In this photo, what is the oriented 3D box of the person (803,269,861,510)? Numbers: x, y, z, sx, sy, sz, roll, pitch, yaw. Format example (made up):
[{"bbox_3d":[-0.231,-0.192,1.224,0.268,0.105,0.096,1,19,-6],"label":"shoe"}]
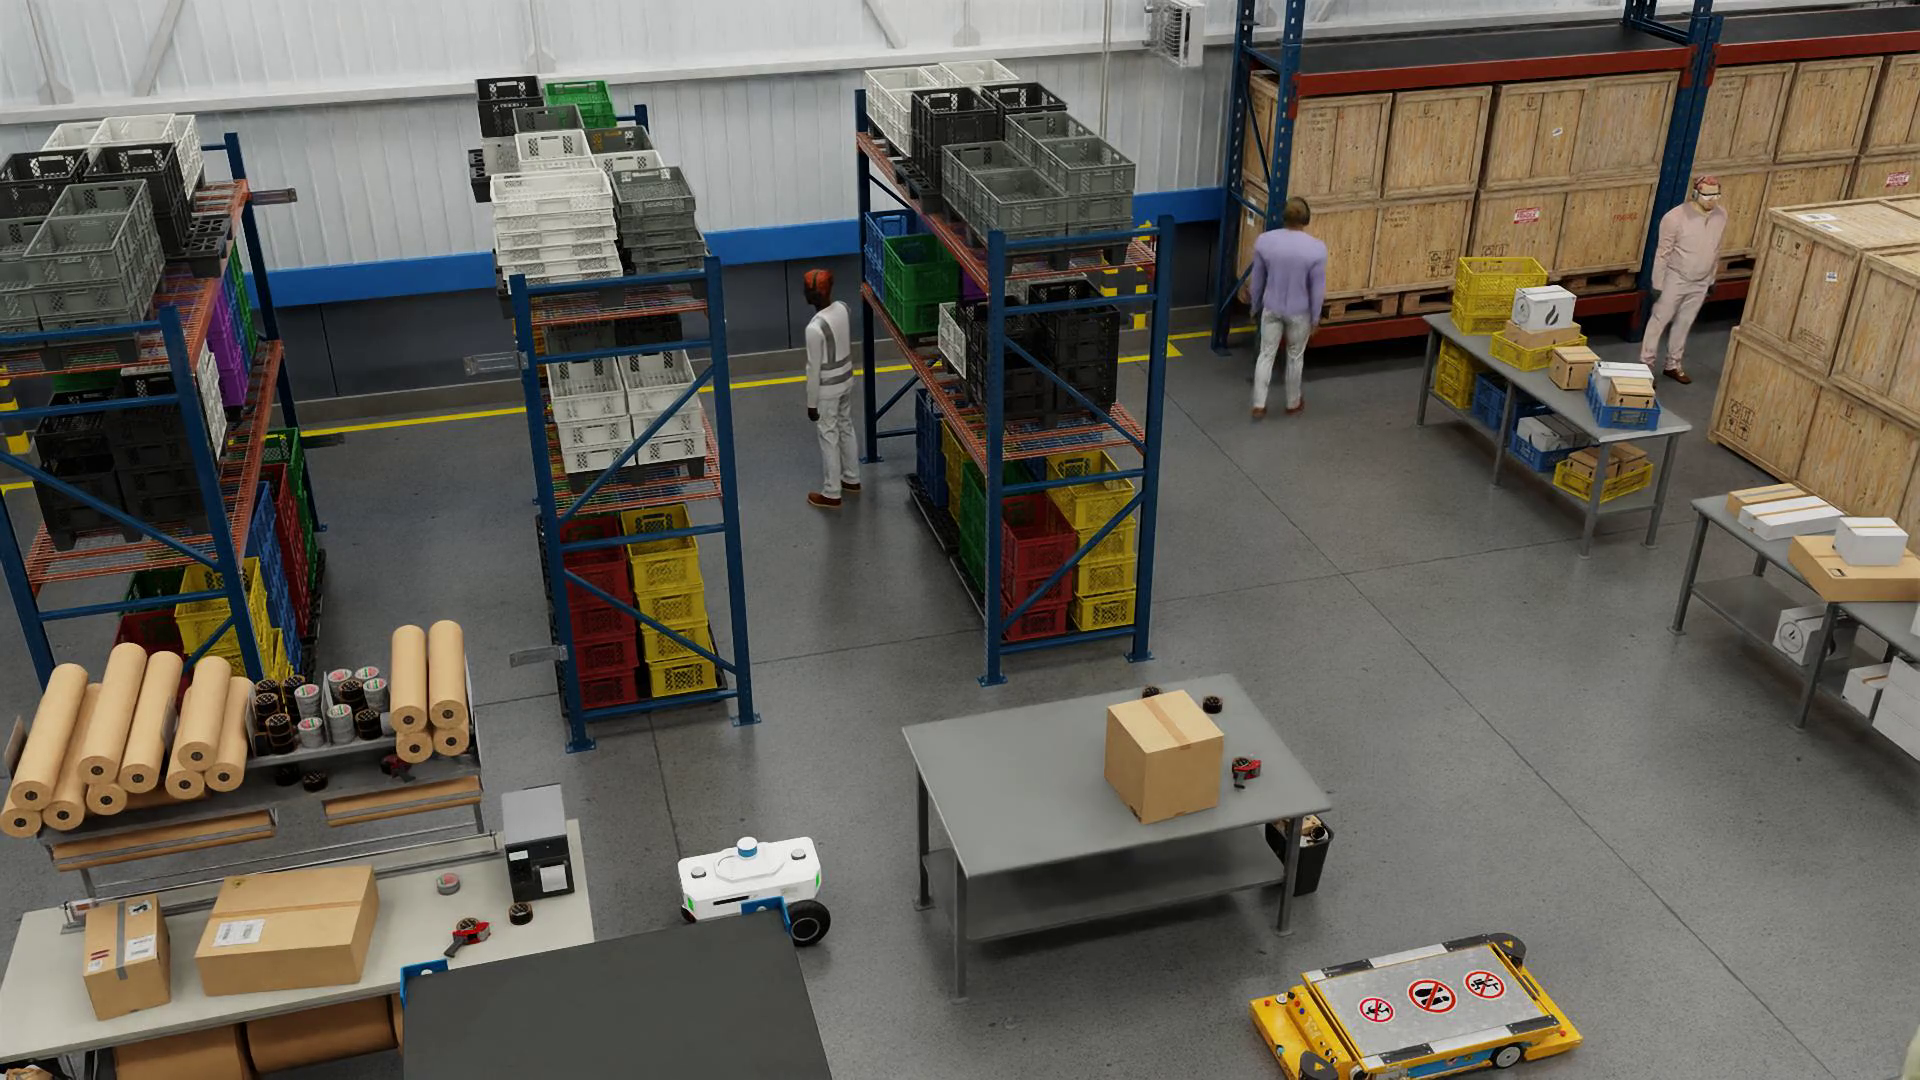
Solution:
[{"bbox_3d":[-0.992,-1.145,12.572,0.350,1.877,0.567,13,31,22],"label":"person"}]

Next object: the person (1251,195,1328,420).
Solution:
[{"bbox_3d":[2.745,-1.942,13.955,0.632,1.942,0.378,13,31,22],"label":"person"}]

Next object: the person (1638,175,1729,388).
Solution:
[{"bbox_3d":[6.360,-2.262,14.563,0.644,1.907,0.400,-7,30,-12],"label":"person"}]

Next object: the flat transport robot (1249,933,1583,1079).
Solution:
[{"bbox_3d":[2.184,2.282,7.980,1.431,0.197,0.652,-8,30,-14],"label":"flat transport robot"}]

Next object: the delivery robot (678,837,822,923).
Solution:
[{"bbox_3d":[-1.084,1.750,8.563,0.707,0.478,0.477,-8,30,-14],"label":"delivery robot"}]
